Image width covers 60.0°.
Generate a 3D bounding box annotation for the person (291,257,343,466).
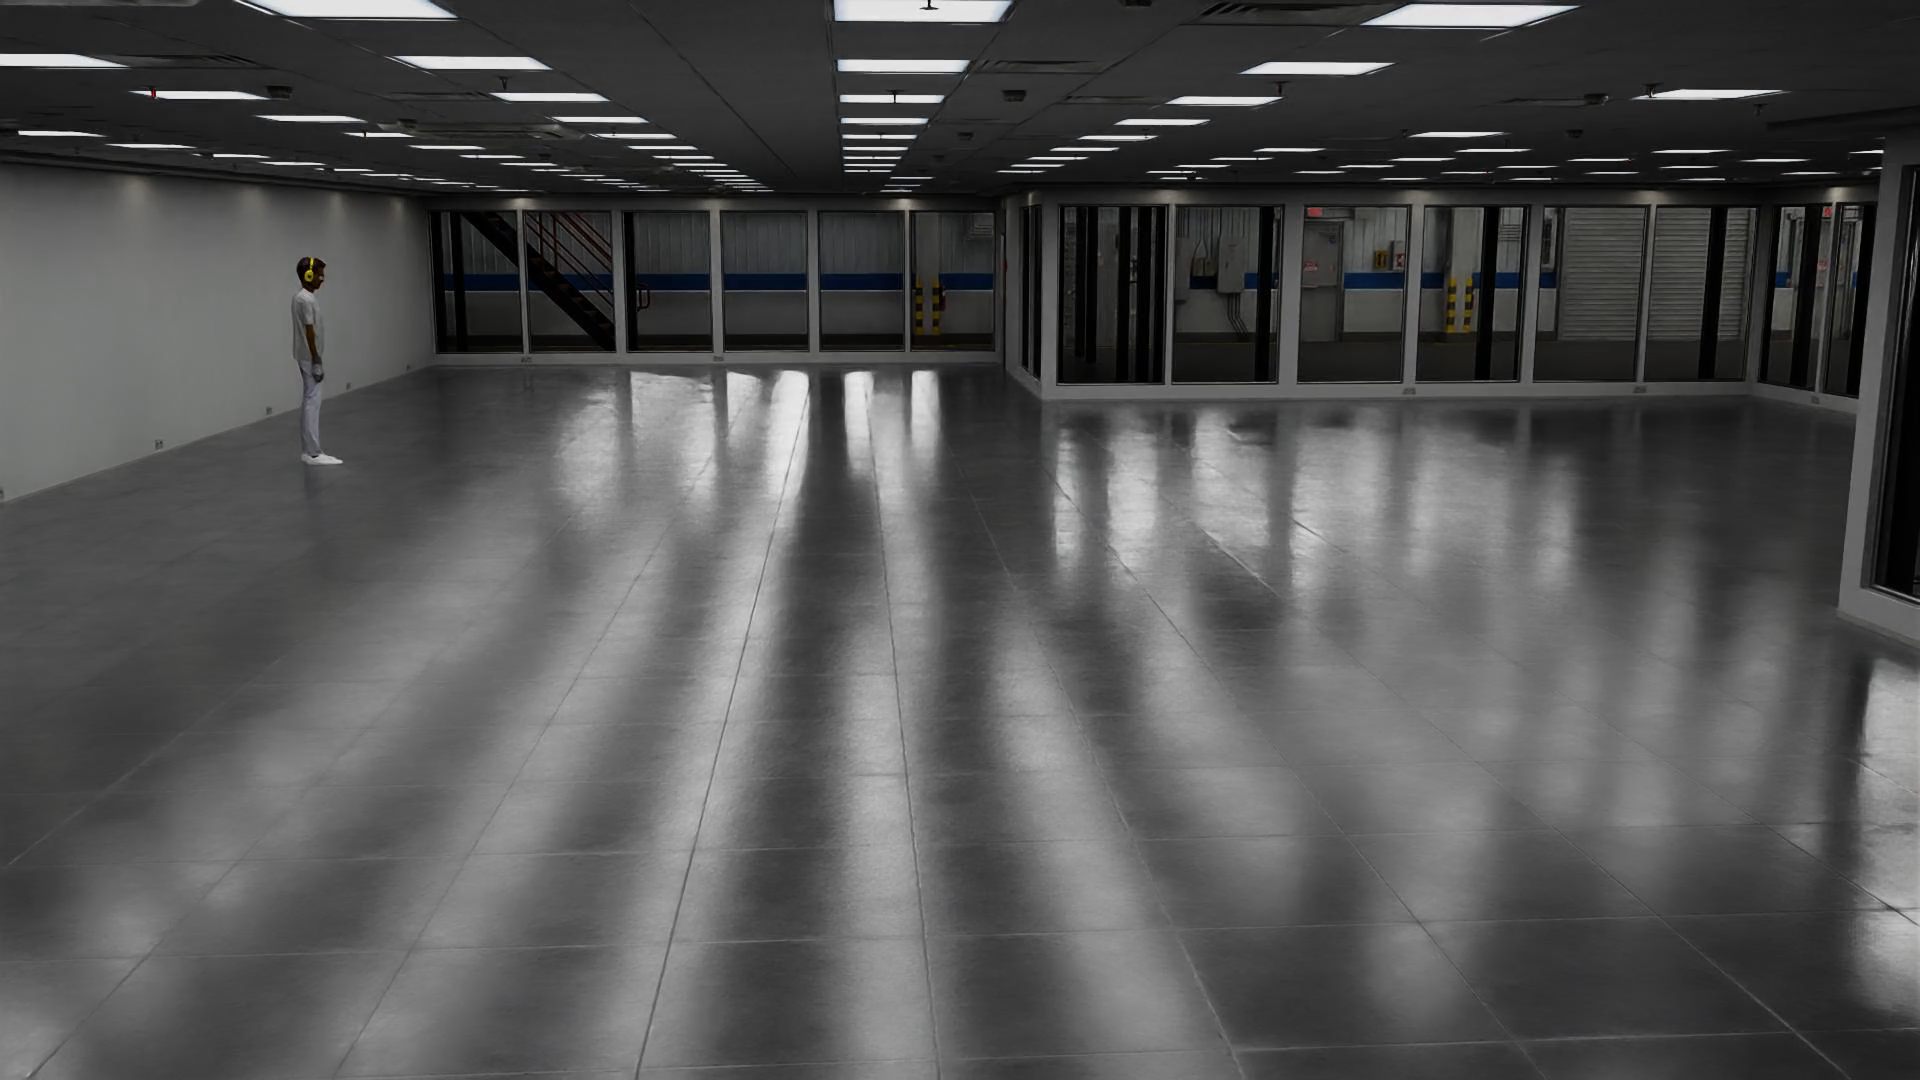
[{"bbox_3d":[-5.809,-1.599,14.936,0.329,1.865,0.518,-6,12,-28],"label":"person"}]
